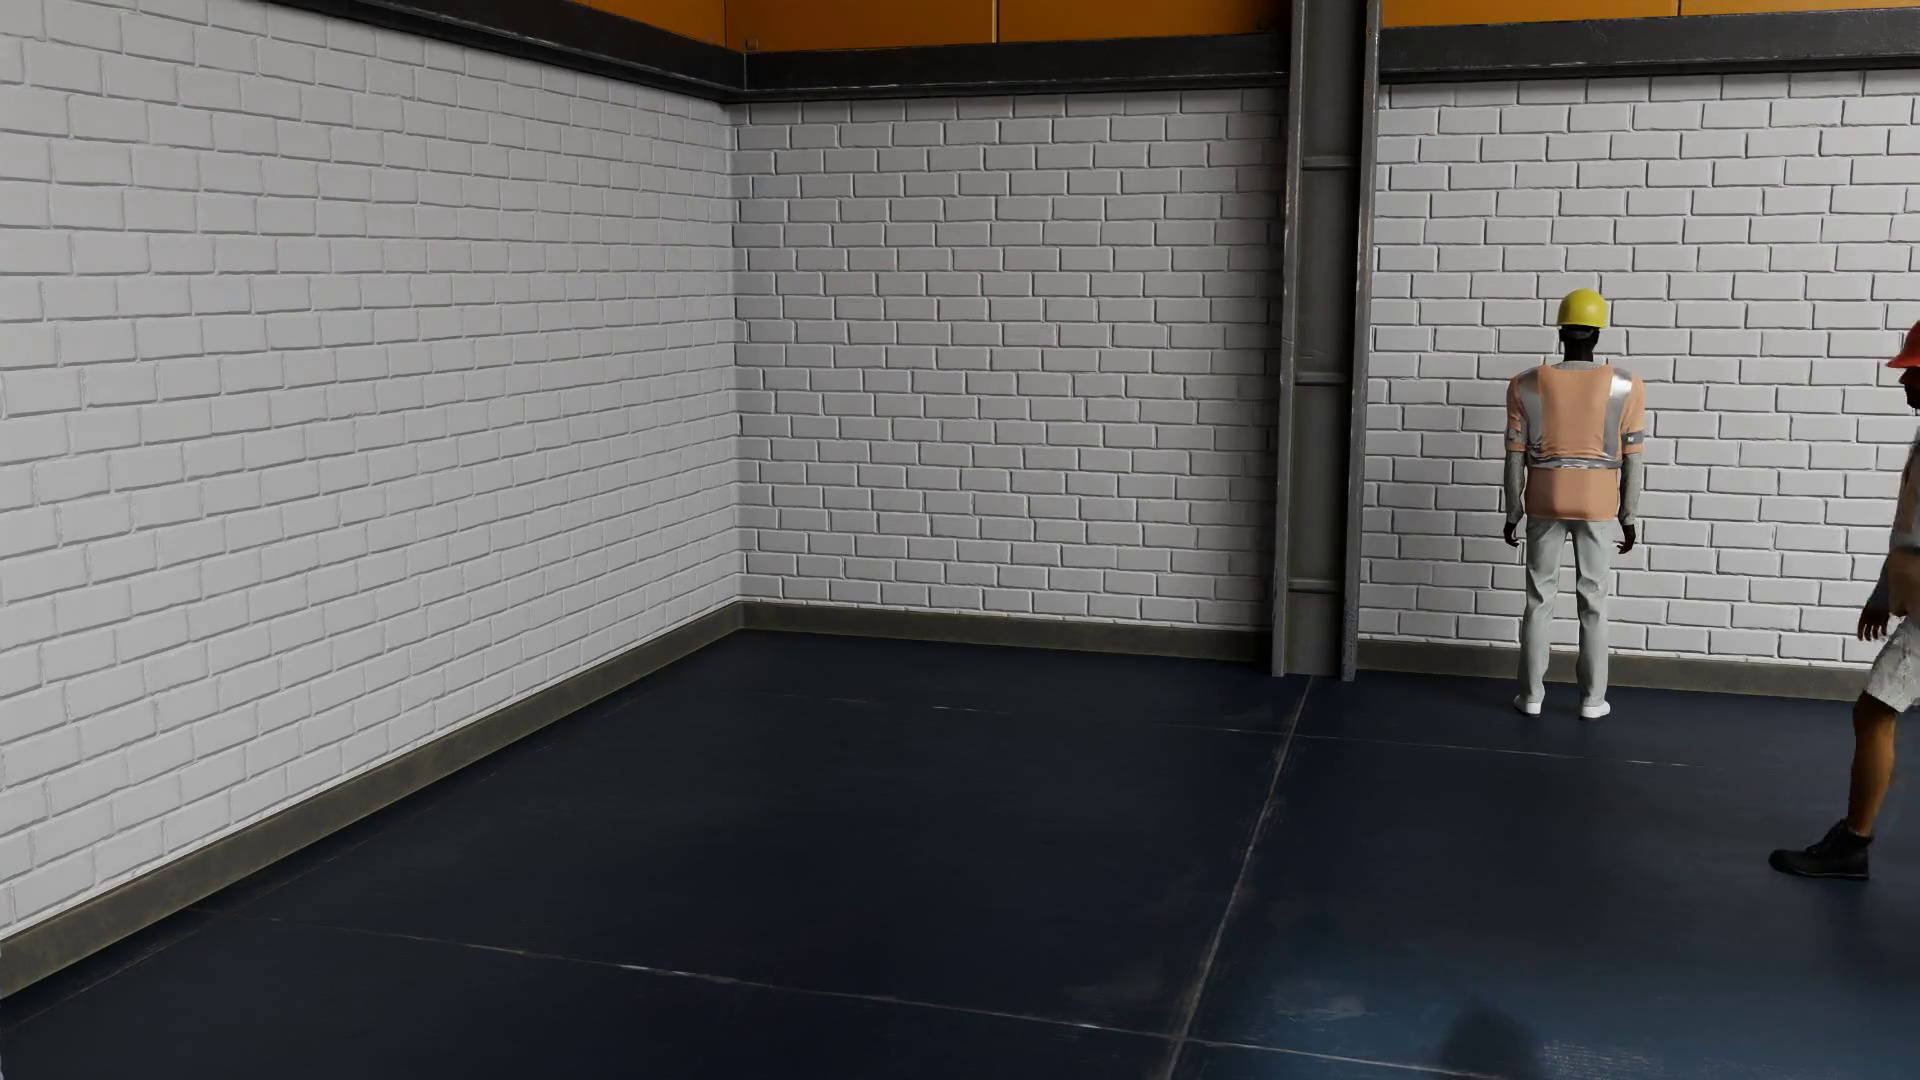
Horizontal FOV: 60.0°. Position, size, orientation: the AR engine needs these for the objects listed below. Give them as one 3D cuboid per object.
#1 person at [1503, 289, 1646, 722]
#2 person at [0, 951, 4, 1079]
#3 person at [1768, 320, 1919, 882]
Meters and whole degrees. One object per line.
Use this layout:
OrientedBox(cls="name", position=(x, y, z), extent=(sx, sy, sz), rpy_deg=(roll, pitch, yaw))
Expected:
OrientedBox(cls="person", position=(2.722, -0.148, 7.426), extent=(0.587, 1.927, 0.369), rpy_deg=(3, 10, 19))
OrientedBox(cls="person", position=(-1.764, 0.761, 2.773), extent=(0.268, 1.632, 0.507), rpy_deg=(-1, 9, -3))
OrientedBox(cls="person", position=(3.230, 0.209, 5.352), extent=(0.927, 1.903, 0.546), rpy_deg=(4, 10, 21))
